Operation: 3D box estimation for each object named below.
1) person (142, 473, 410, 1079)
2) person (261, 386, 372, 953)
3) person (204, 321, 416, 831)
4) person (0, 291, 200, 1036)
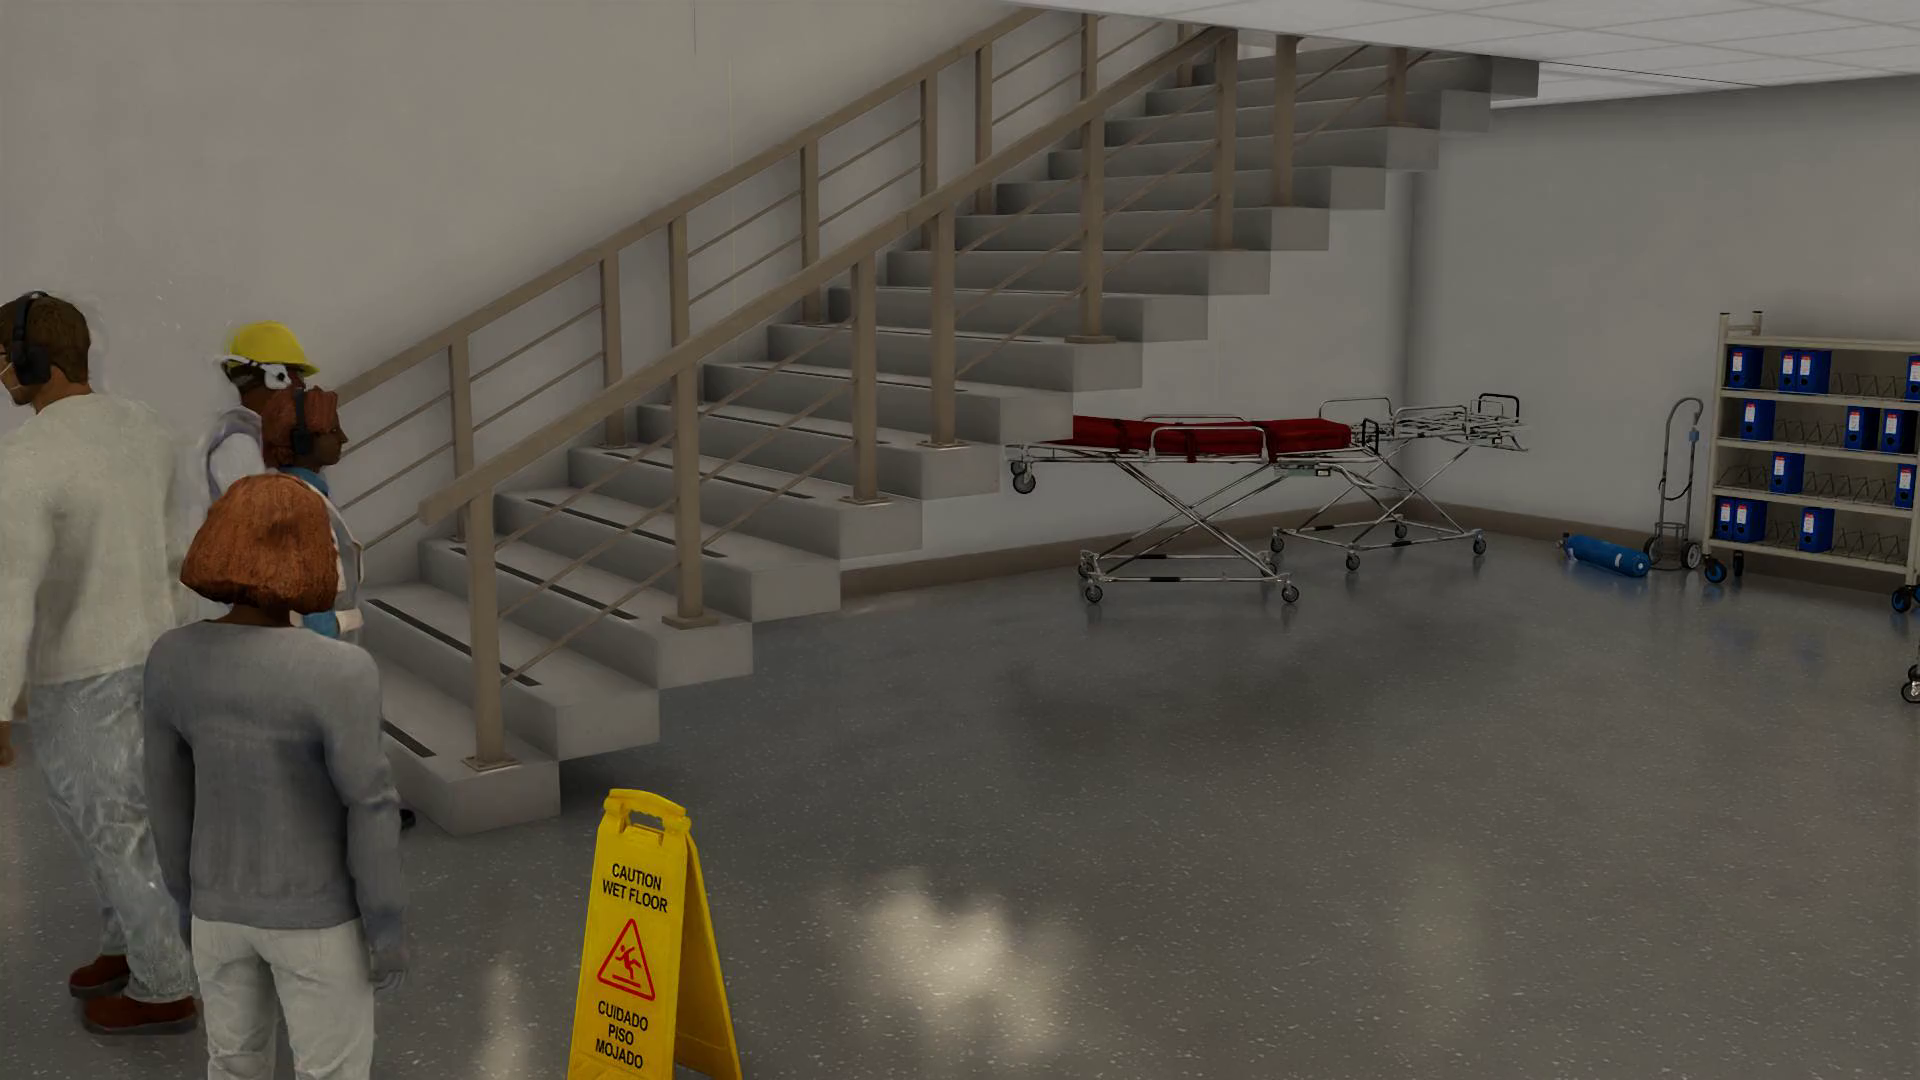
[{"bbox_3d":[-1.231,0.690,3.043,0.502,1.631,0.284,3,10,17],"label":"person"},{"bbox_3d":[-1.878,0.377,4.822,0.314,1.641,0.515,-5,11,-27],"label":"person"},{"bbox_3d":[-2.308,0.163,5.630,0.738,1.786,0.604,0,10,-2],"label":"person"},{"bbox_3d":[-2.243,0.338,4.232,0.579,1.917,0.657,1,10,5],"label":"person"}]
